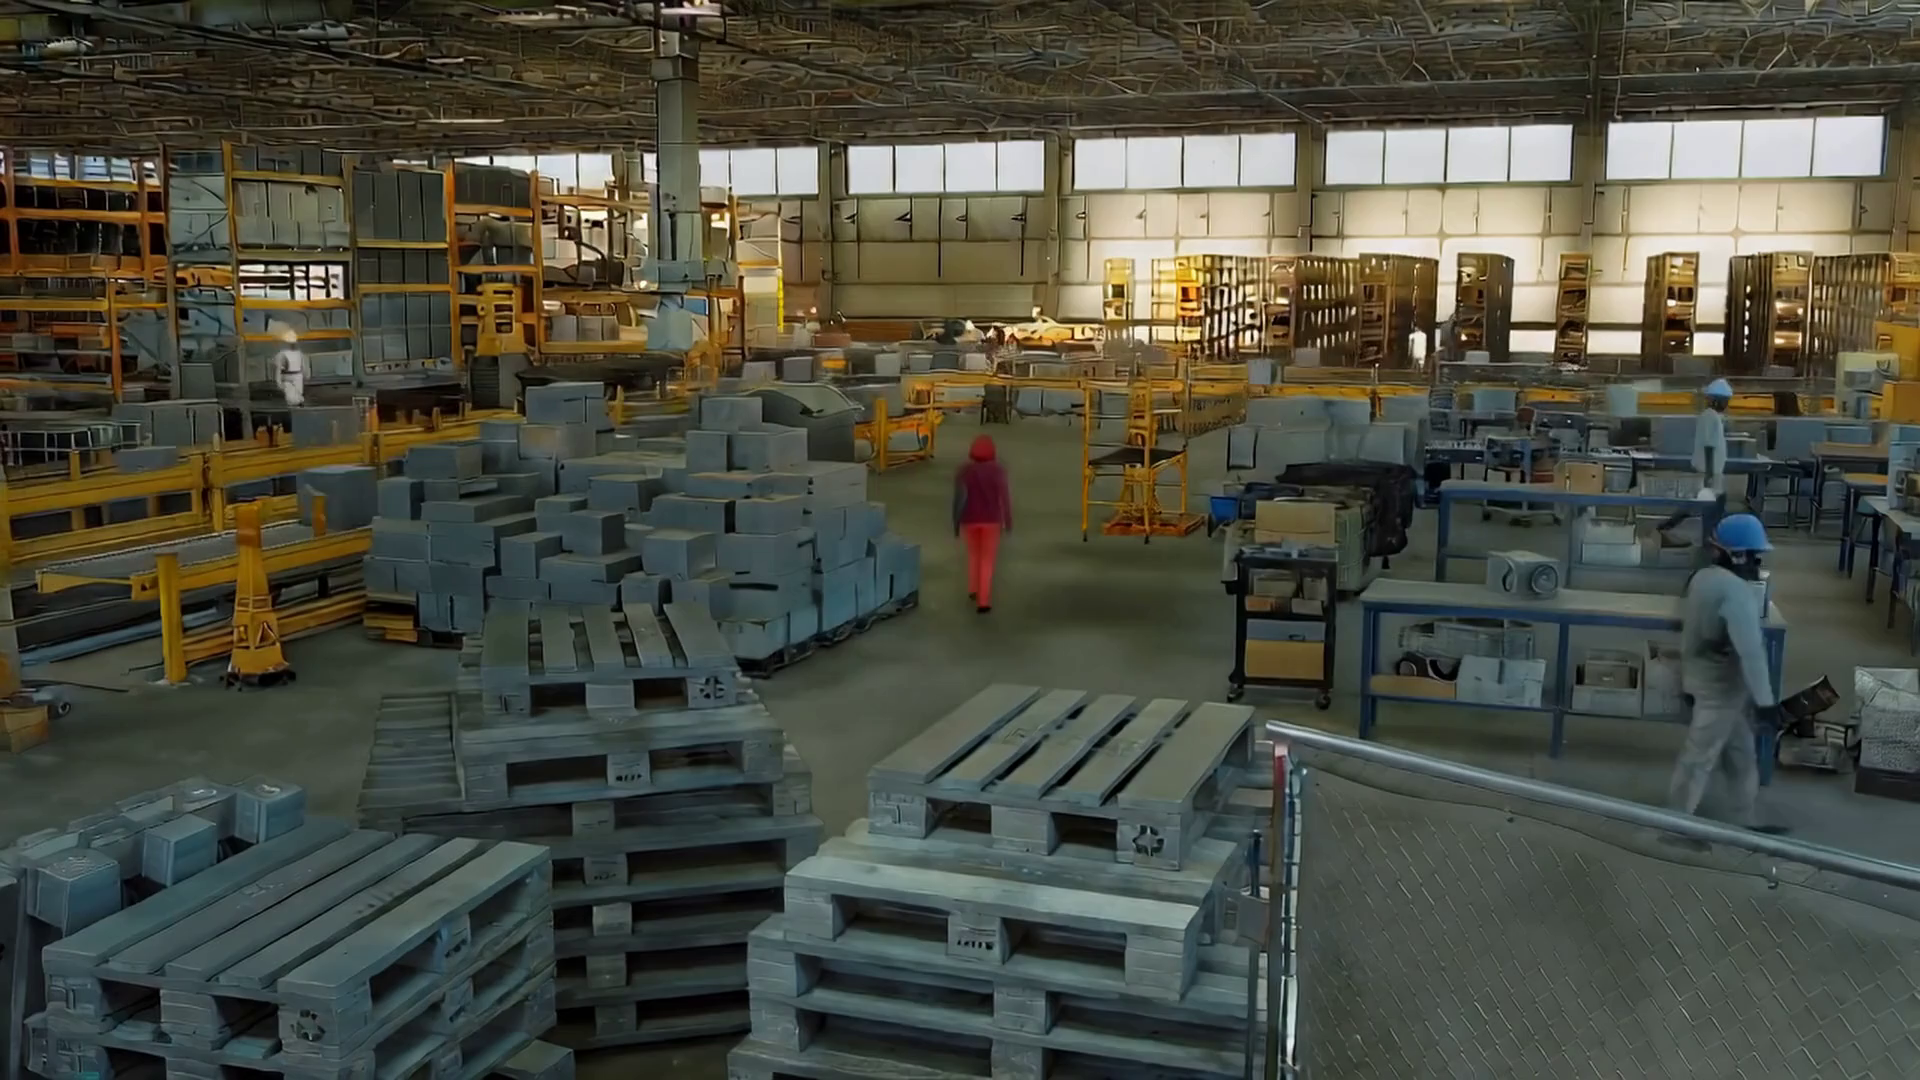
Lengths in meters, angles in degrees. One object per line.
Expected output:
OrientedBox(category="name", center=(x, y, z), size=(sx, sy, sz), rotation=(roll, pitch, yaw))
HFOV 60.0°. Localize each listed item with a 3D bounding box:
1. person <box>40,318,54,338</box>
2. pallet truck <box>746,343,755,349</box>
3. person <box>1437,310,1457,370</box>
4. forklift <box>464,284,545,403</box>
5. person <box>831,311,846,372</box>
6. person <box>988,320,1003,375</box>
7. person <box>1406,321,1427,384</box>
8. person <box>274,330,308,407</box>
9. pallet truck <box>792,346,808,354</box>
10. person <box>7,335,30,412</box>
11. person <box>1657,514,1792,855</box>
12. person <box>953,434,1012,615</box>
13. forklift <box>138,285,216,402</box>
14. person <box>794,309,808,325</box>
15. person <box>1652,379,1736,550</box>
OrientedBox(category="person", center=(-26.112, -5.461, 47.716), size=(0.626, 1.822, 0.792), rotation=(5, 10, 28))
OrientedBox(category="pallet truck", center=(-6.183, -4.618, 44.264), size=(1.601, 1.201, 0.680), rotation=(-9, 12, -43))
OrientedBox(category="person", center=(14.659, -5.876, 49.749), size=(0.665, 1.999, 0.713), rotation=(9, 12, 43))
OrientedBox(category="forklift", center=(-10.832, -4.702, 39.610), size=(1.129, 2.768, 1.873), rotation=(3, 10, 20))
OrientedBox(category="person", center=(-3.782, -6.240, 52.327), size=(0.403, 1.904, 0.652), rotation=(-5, 10, -30))
OrientedBox(category="person", center=(0.897, -5.023, 44.974), size=(0.552, 1.814, 0.598), rotation=(7, 12, 39))
OrientedBox(category="person", center=(11.846, -4.749, 43.139), size=(0.564, 1.847, 0.396), rotation=(-4, 10, -24))
OrientedBox(category="person", center=(-12.448, -2.894, 30.934), size=(0.485, 2.024, 0.628), rotation=(4, 10, 23))
OrientedBox(category="pallet truck", center=(-3.705, -4.298, 42.022), size=(0.653, 1.274, 1.630), rotation=(3, 10, 20))
OrientedBox(category="person", center=(-19.402, -3.352, 34.145), size=(0.447, 1.920, 0.539), rotation=(3, 10, 20))
OrientedBox(category="person", center=(4.066, 0.767, 8.657), size=(0.821, 1.801, 0.609), rotation=(2, 9, 10))
OrientedBox(category="person", center=(0.209, -0.147, 14.969), size=(0.526, 1.615, 0.504), rotation=(3, 10, 18))
OrientedBox(category="forklift", center=(-17.480, -4.200, 36.461), size=(1.873, 2.768, 1.129), rotation=(3, 10, 19))
OrientedBox(category="person", center=(-6.162, -8.056, 64.319), size=(0.523, 1.712, 0.909), rotation=(2, 9, 10))
OrientedBox(category="person", center=(8.167, -0.821, 18.311), size=(0.866, 1.912, 0.554), rotation=(4, 10, 24))
